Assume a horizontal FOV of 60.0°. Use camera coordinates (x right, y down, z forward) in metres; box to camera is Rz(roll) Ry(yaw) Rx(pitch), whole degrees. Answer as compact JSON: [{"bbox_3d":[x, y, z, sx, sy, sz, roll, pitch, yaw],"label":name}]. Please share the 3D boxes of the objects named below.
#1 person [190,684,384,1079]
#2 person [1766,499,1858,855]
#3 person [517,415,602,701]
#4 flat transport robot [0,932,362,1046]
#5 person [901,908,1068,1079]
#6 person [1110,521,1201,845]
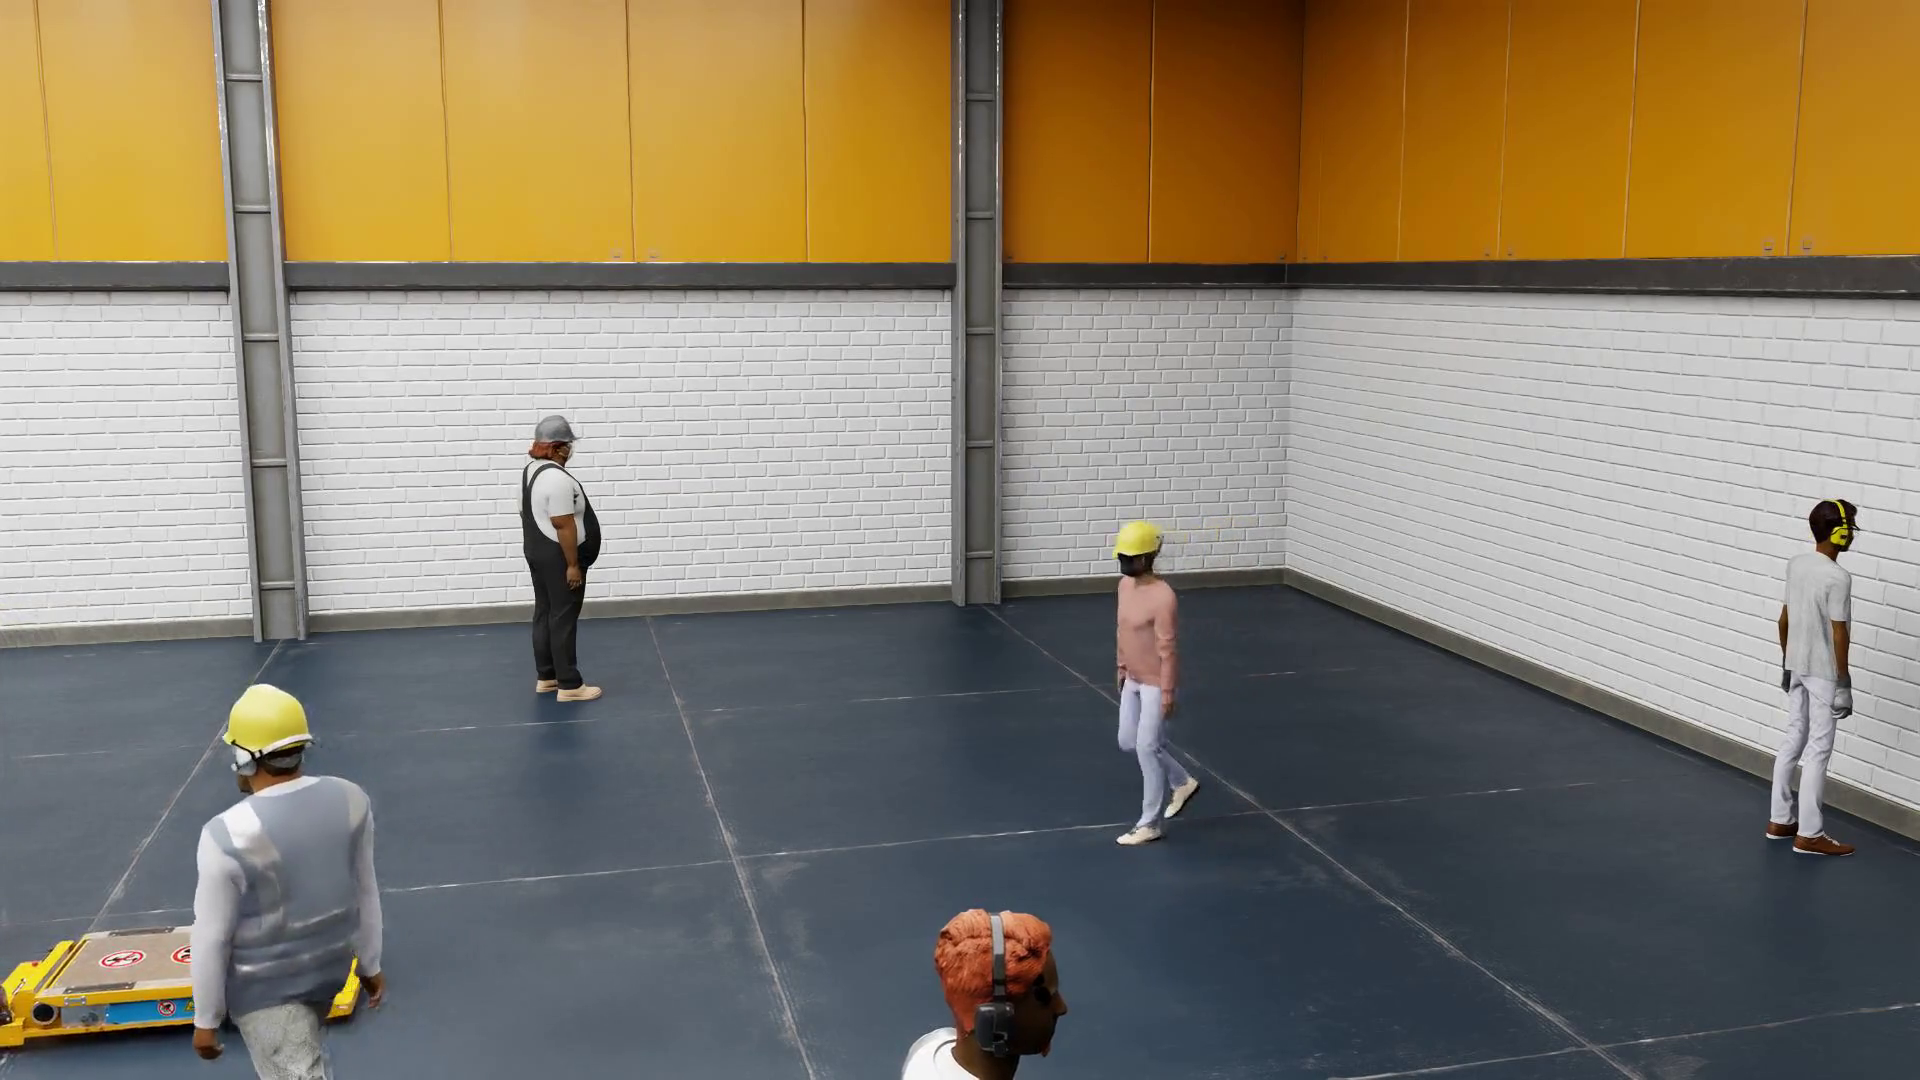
[{"bbox_3d":[-2.045,1.329,5.118,0.925,1.798,0.599,5,10,26],"label":"person"},{"bbox_3d":[4.513,0.714,8.741,0.316,1.863,0.532,-1,9,-7],"label":"person"},{"bbox_3d":[-2.841,0.117,11.912,0.536,2.000,0.676,-7,11,-36],"label":"person"},{"bbox_3d":[-3.222,1.806,6.878,1.431,0.197,0.652,-2,9,-11],"label":"flat transport robot"},{"bbox_3d":[0.046,1.601,3.139,0.341,1.882,0.586,-2,9,-14],"label":"person"},{"bbox_3d":[1.038,0.748,8.886,0.552,1.741,0.566,-3,10,-19],"label":"person"}]
